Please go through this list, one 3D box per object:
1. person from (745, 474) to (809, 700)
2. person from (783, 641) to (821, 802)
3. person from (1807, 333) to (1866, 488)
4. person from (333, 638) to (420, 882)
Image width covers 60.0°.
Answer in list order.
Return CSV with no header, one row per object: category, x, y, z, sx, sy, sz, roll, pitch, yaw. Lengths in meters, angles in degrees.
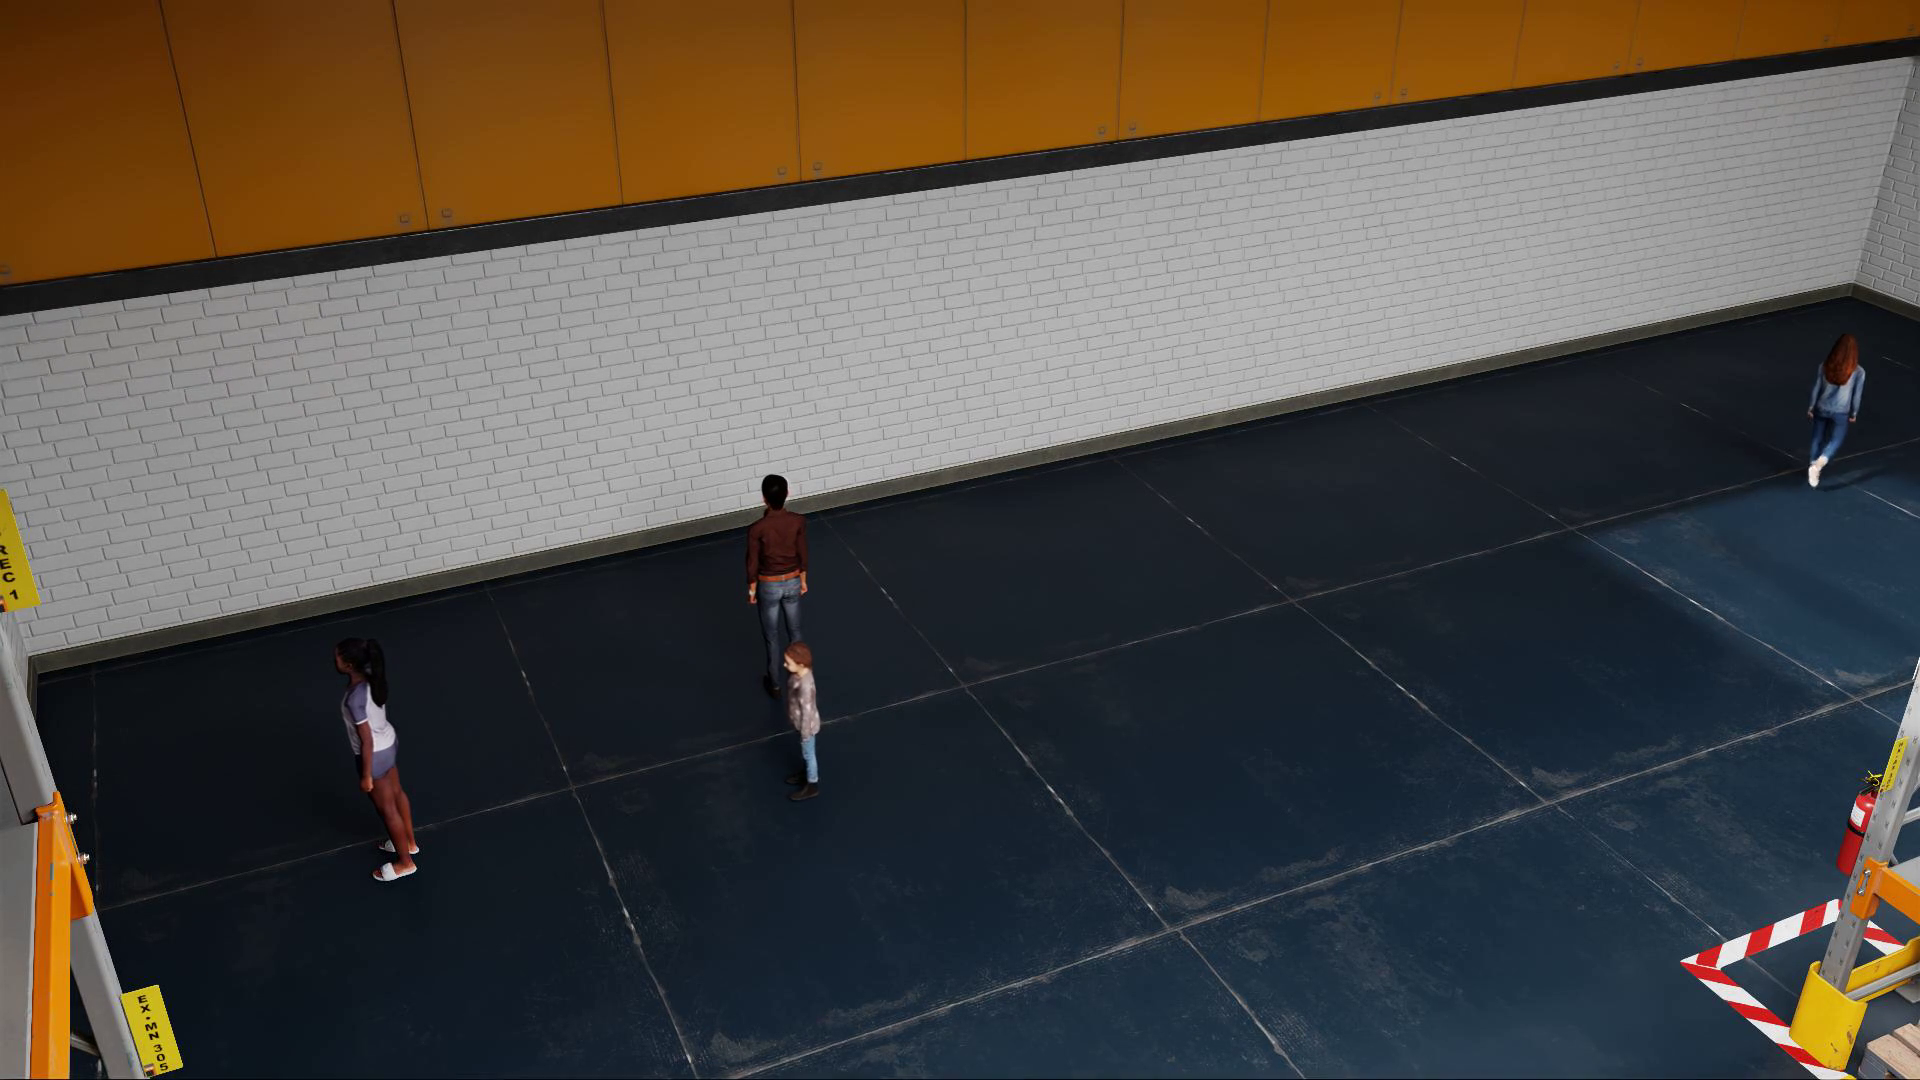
person,-1.320,0.345,12.183,0.643,1.778,0.529,-15,32,-26
person,-1.048,1.200,11.227,0.589,1.193,0.455,-6,29,-11
person,8.012,-1.173,15.292,0.860,1.465,0.844,20,34,32
person,-3.654,1.352,10.397,0.727,1.721,0.567,-4,29,-7
